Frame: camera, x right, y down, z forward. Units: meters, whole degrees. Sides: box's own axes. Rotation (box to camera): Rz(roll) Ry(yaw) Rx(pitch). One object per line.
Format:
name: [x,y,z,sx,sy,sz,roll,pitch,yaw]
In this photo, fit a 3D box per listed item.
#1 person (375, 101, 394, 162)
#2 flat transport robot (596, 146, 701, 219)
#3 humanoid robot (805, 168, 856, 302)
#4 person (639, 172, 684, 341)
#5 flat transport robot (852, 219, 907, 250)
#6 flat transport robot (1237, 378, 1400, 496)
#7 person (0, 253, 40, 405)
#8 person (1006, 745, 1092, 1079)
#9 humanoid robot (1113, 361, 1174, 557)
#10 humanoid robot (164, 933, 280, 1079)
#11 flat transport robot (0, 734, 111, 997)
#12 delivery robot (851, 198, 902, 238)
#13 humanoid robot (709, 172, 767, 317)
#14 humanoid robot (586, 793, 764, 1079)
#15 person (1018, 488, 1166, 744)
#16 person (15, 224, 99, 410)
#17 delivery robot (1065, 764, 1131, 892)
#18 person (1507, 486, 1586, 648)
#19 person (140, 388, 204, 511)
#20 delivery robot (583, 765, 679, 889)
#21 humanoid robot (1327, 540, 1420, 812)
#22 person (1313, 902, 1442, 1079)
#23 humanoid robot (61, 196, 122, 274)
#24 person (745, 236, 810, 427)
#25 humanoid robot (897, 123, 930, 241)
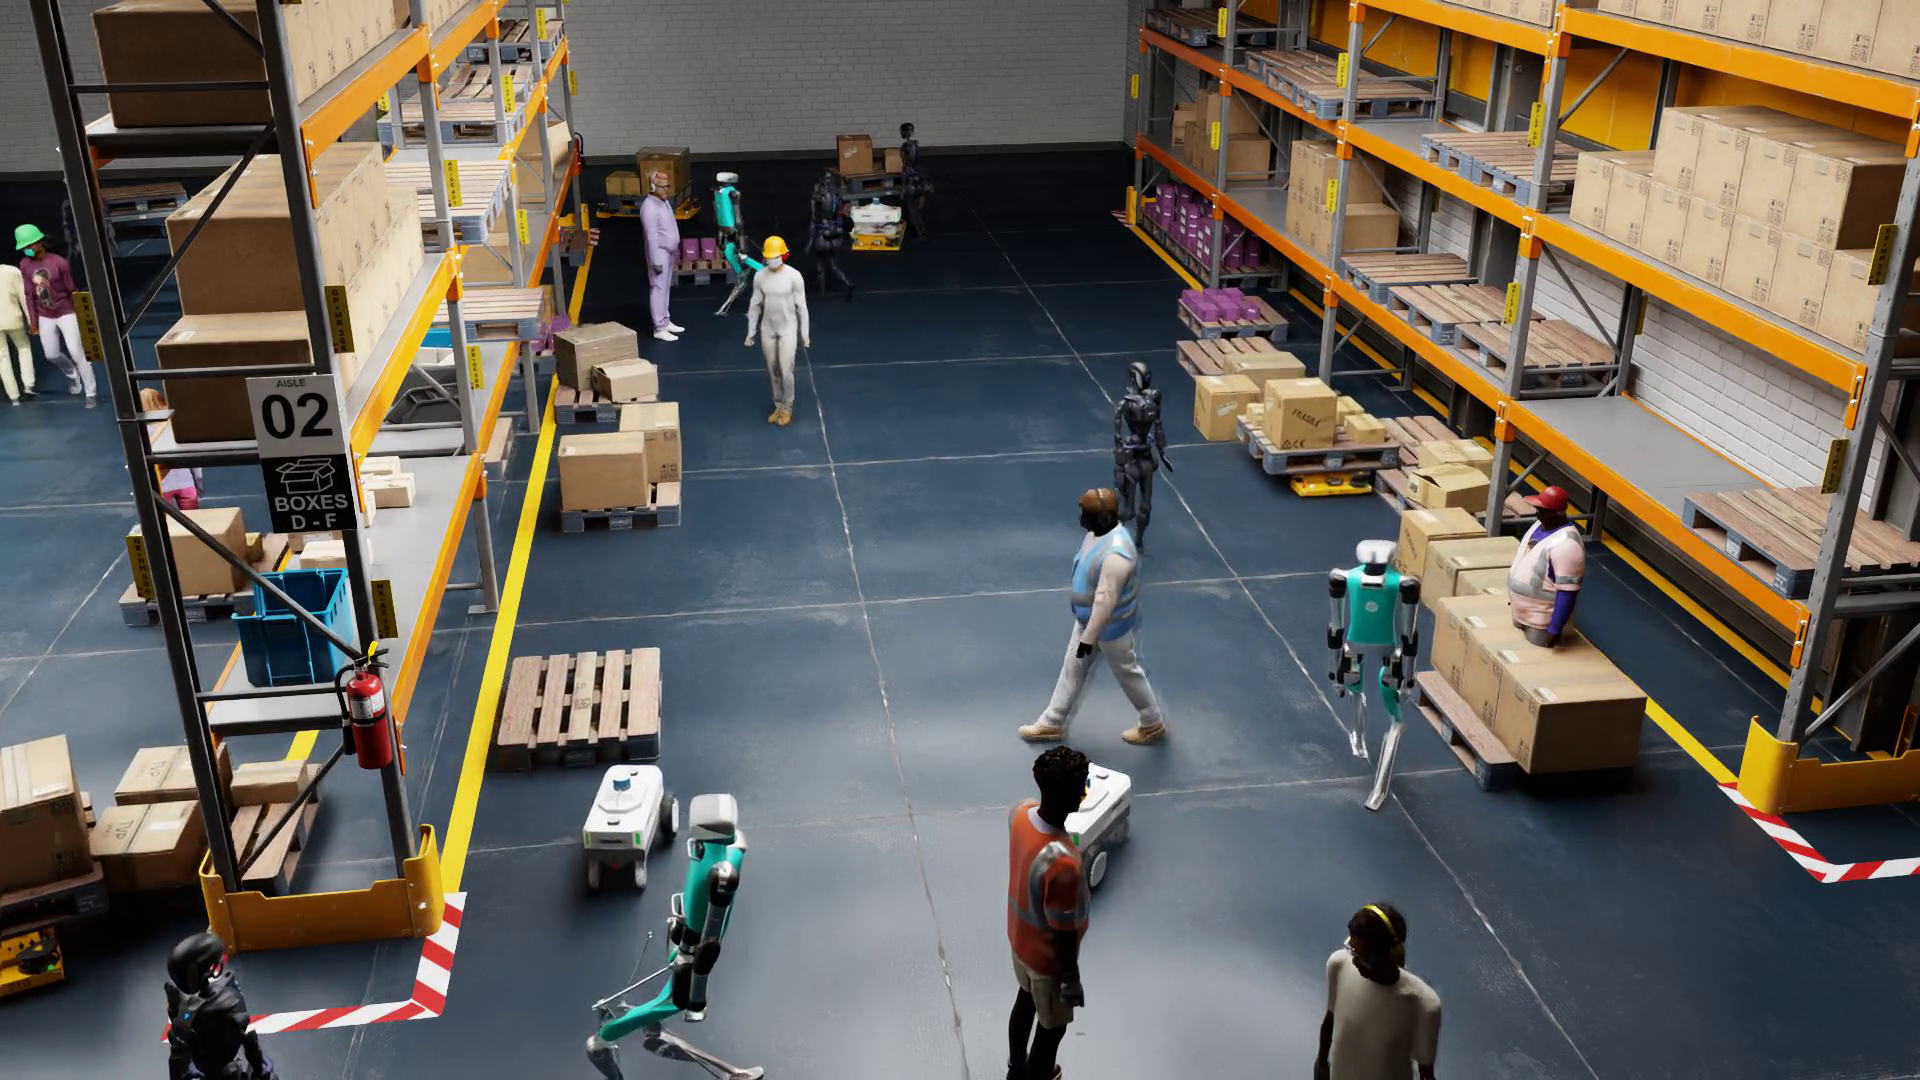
person: [-9.040,-6.347,26.494,0.851,1.587,0.510,-5,24,-12]
flat transport robot: [-4.694,-5.004,25.079,1.431,0.231,0.659,2,24,5]
humanoid robot: [-1.591,-3.726,20.434,0.543,1.642,0.589,18,30,36]
person: [-3.404,-3.258,19.071,0.404,1.904,0.640,2,24,5]
flat transport robot: [-1.136,-4.349,23.585,0.659,0.231,1.431,1,24,2]
flat transport robot: [3.241,-0.749,15.385,0.659,0.231,1.431,-3,24,-7]
person: [-9.760,-2.242,16.966,0.580,1.723,0.408,-11,26,-23]
person: [0.402,1.798,7.483,0.365,1.957,0.598,-7,25,-15]
humanoid robot: [1.408,-0.676,13.479,0.599,1.646,0.481,-20,30,-38]
humanoid robot: [-2.935,2.256,6.783,0.586,1.637,0.462,12,27,26]
flat transport robot: [-5.300,2.033,9.047,0.659,0.231,1.431,-13,27,-27]
delivery robot: [-1.170,-4.570,23.758,0.815,0.614,0.499,1,24,3]
humanoid robot: [-2.621,-3.518,19.874,0.868,1.788,0.565,-20,31,-39]
humanoid robot: [-1.381,1.943,7.451,0.955,1.734,0.568,-5,24,-12]
person: [0.913,0.515,10.617,0.969,1.795,0.633,-5,24,-10]
person: [-9.129,-2.309,16.902,0.550,1.904,0.642,0,24,-1]
delivery robot: [0.701,1.614,9.635,0.499,0.587,0.771,14,27,29]
person: [3.731,0.468,10.767,0.420,1.751,0.621,-2,24,-5]
person: [-6.113,-0.385,12.865,0.498,1.629,0.287,-16,28,-32]
delivery robot: [-1.938,1.606,9.632,0.499,0.570,0.753,0,24,1]
humanoid robot: [2.560,0.708,10.280,0.569,1.787,0.925,8,25,18]
person: [1.621,2.257,6.585,0.581,1.832,0.638,17,29,34]
humanoid robot: [-10.544,-3.621,20.172,0.612,1.639,0.383,-16,29,-33]
person: [-1.805,-2.042,16.320,0.628,1.879,0.495,6,24,13]
humanoid robot: [-0.649,-5.037,23.418,0.389,1.643,0.591,8,25,17]
